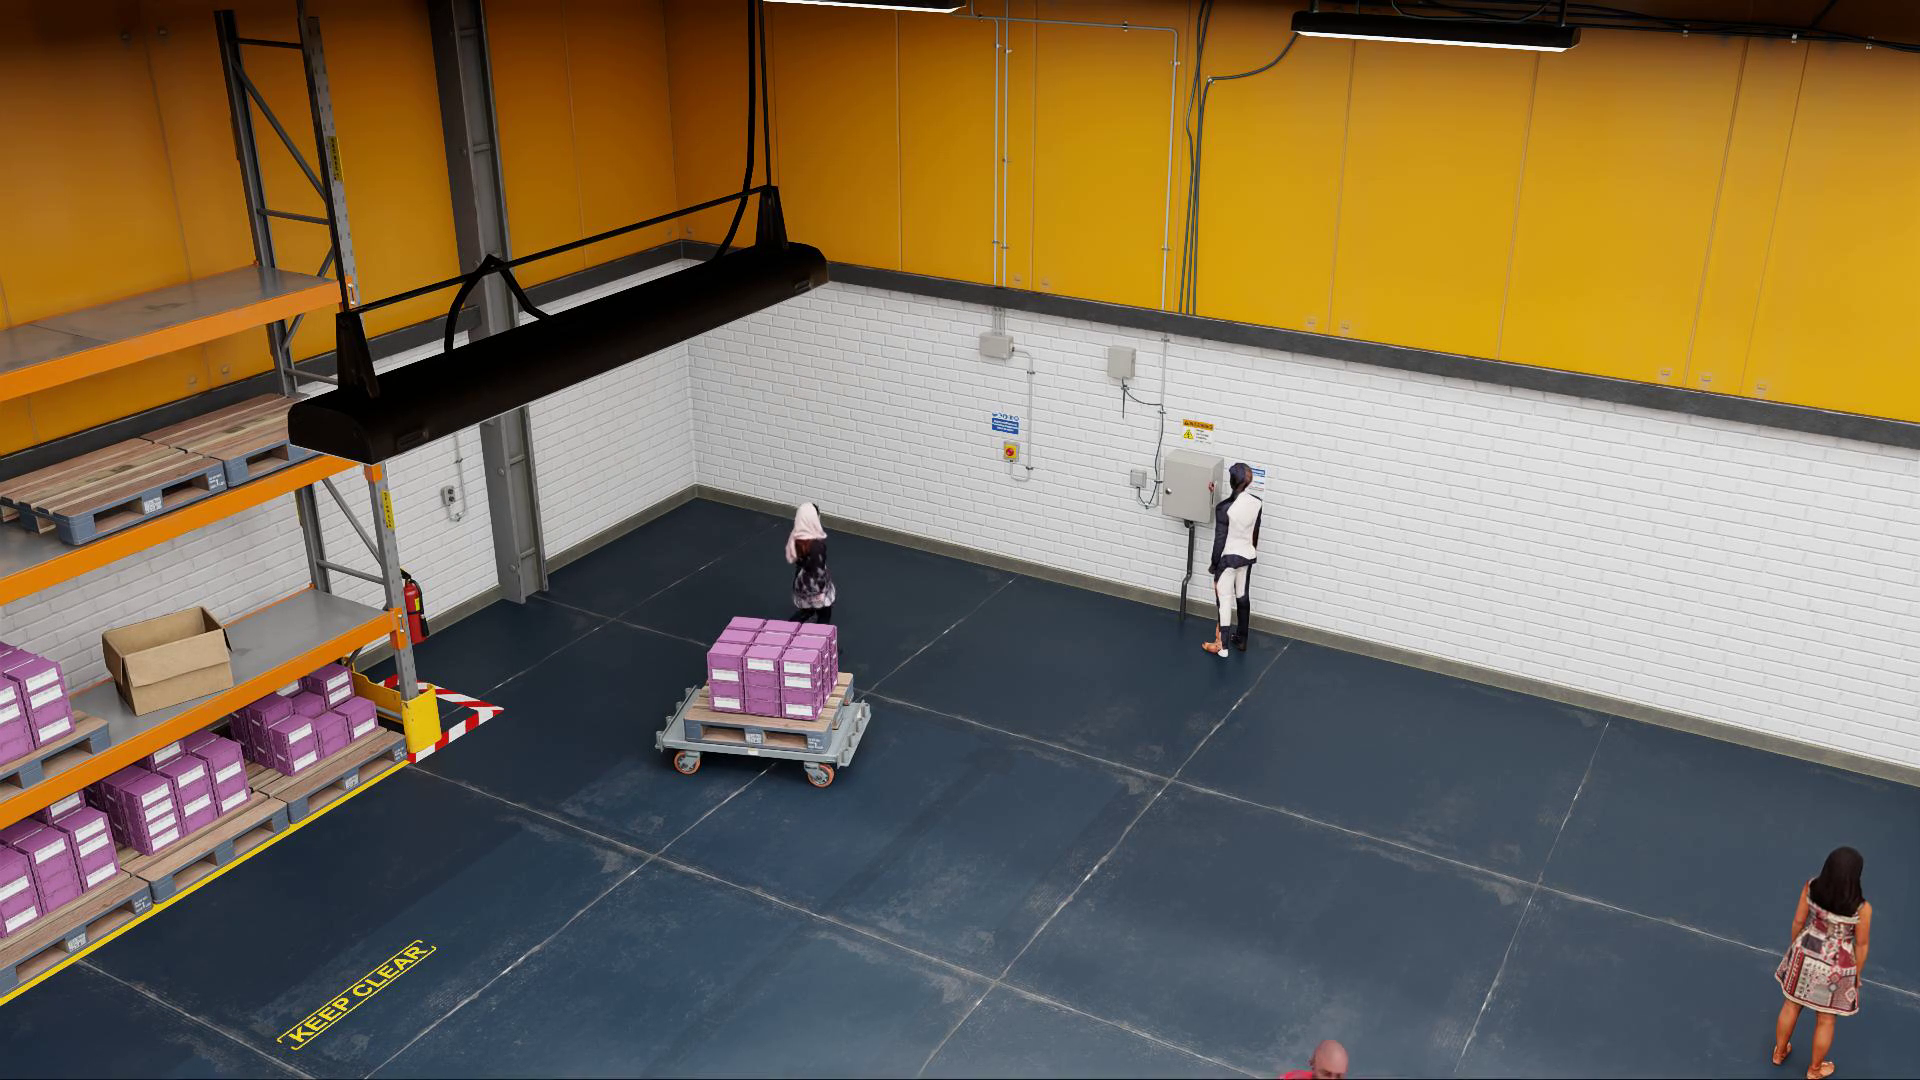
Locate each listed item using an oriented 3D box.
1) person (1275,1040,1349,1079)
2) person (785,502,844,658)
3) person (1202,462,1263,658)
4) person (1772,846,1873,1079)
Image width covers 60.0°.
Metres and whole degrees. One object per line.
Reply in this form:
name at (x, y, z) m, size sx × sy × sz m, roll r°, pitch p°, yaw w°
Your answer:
person at (1.827, 3.258, 8.646) m, size 0.802 × 1.776 × 1.263 m, roll 17°, pitch 29°, yaw 34°
person at (-1.441, 0.423, 15.328) m, size 1.011 × 1.619 × 0.829 m, roll -17°, pitch 29°, yaw -34°
person at (2.563, 0.178, 15.547) m, size 0.716 × 1.892 × 0.838 m, roll -13°, pitch 27°, yaw -27°
person at (5.345, 2.604, 10.305) m, size 0.632 × 1.645 × 0.705 m, roll -21°, pitch 31°, yaw -39°
